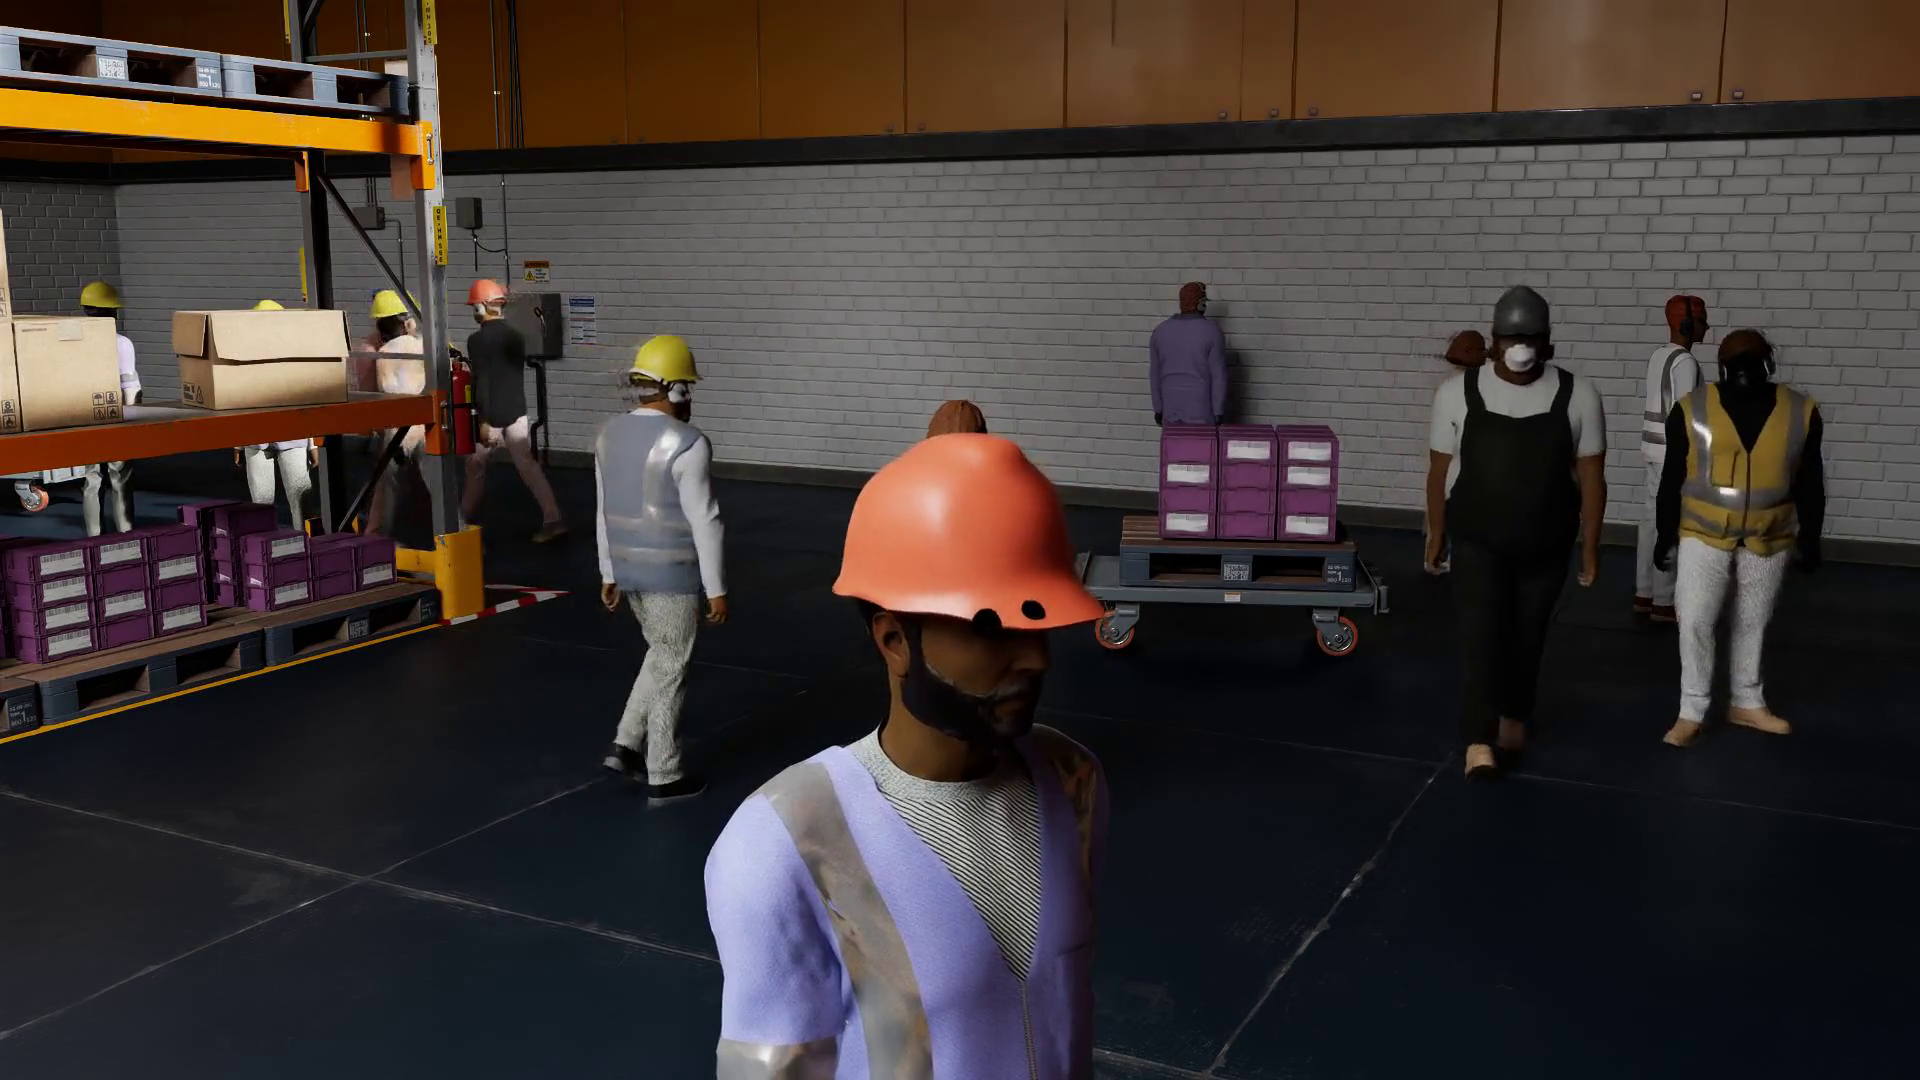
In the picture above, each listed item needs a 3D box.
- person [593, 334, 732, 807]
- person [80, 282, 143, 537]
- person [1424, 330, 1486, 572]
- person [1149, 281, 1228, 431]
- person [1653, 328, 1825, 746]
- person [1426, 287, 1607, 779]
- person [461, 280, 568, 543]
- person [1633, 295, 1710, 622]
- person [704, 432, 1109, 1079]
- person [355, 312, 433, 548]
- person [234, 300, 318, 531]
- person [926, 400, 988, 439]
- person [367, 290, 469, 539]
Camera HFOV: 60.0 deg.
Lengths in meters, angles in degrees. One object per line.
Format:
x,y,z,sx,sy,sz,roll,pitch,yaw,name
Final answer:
-1.130,0.126,6.385,0.609,1.814,0.418,9,13,43,person
-5.847,-0.798,11.420,0.594,1.926,0.367,3,10,15,person
3.324,-0.570,10.975,0.508,1.612,0.521,1,10,4,person
1.769,-1.020,12.768,0.642,1.909,0.399,8,12,37,person
3.388,-0.011,7.251,0.666,1.814,0.559,3,10,15,person
2.275,-0.059,6.814,0.697,2.000,1.002,2,10,14,person
-3.360,-0.935,12.216,1.082,1.942,0.630,5,11,27,person
4.146,-0.469,9.647,0.355,1.883,0.575,1,10,3,person
-0.010,0.844,1.884,0.352,1.940,0.545,10,14,44,person
-3.883,-0.799,11.694,0.959,1.842,0.726,3,10,19,person
-4.459,-0.647,10.844,0.586,1.825,0.403,-1,10,-5,person
-0.017,0.322,5.838,0.495,1.624,0.308,4,10,20,person
-3.734,-0.757,11.368,0.976,1.895,0.607,4,11,22,person
